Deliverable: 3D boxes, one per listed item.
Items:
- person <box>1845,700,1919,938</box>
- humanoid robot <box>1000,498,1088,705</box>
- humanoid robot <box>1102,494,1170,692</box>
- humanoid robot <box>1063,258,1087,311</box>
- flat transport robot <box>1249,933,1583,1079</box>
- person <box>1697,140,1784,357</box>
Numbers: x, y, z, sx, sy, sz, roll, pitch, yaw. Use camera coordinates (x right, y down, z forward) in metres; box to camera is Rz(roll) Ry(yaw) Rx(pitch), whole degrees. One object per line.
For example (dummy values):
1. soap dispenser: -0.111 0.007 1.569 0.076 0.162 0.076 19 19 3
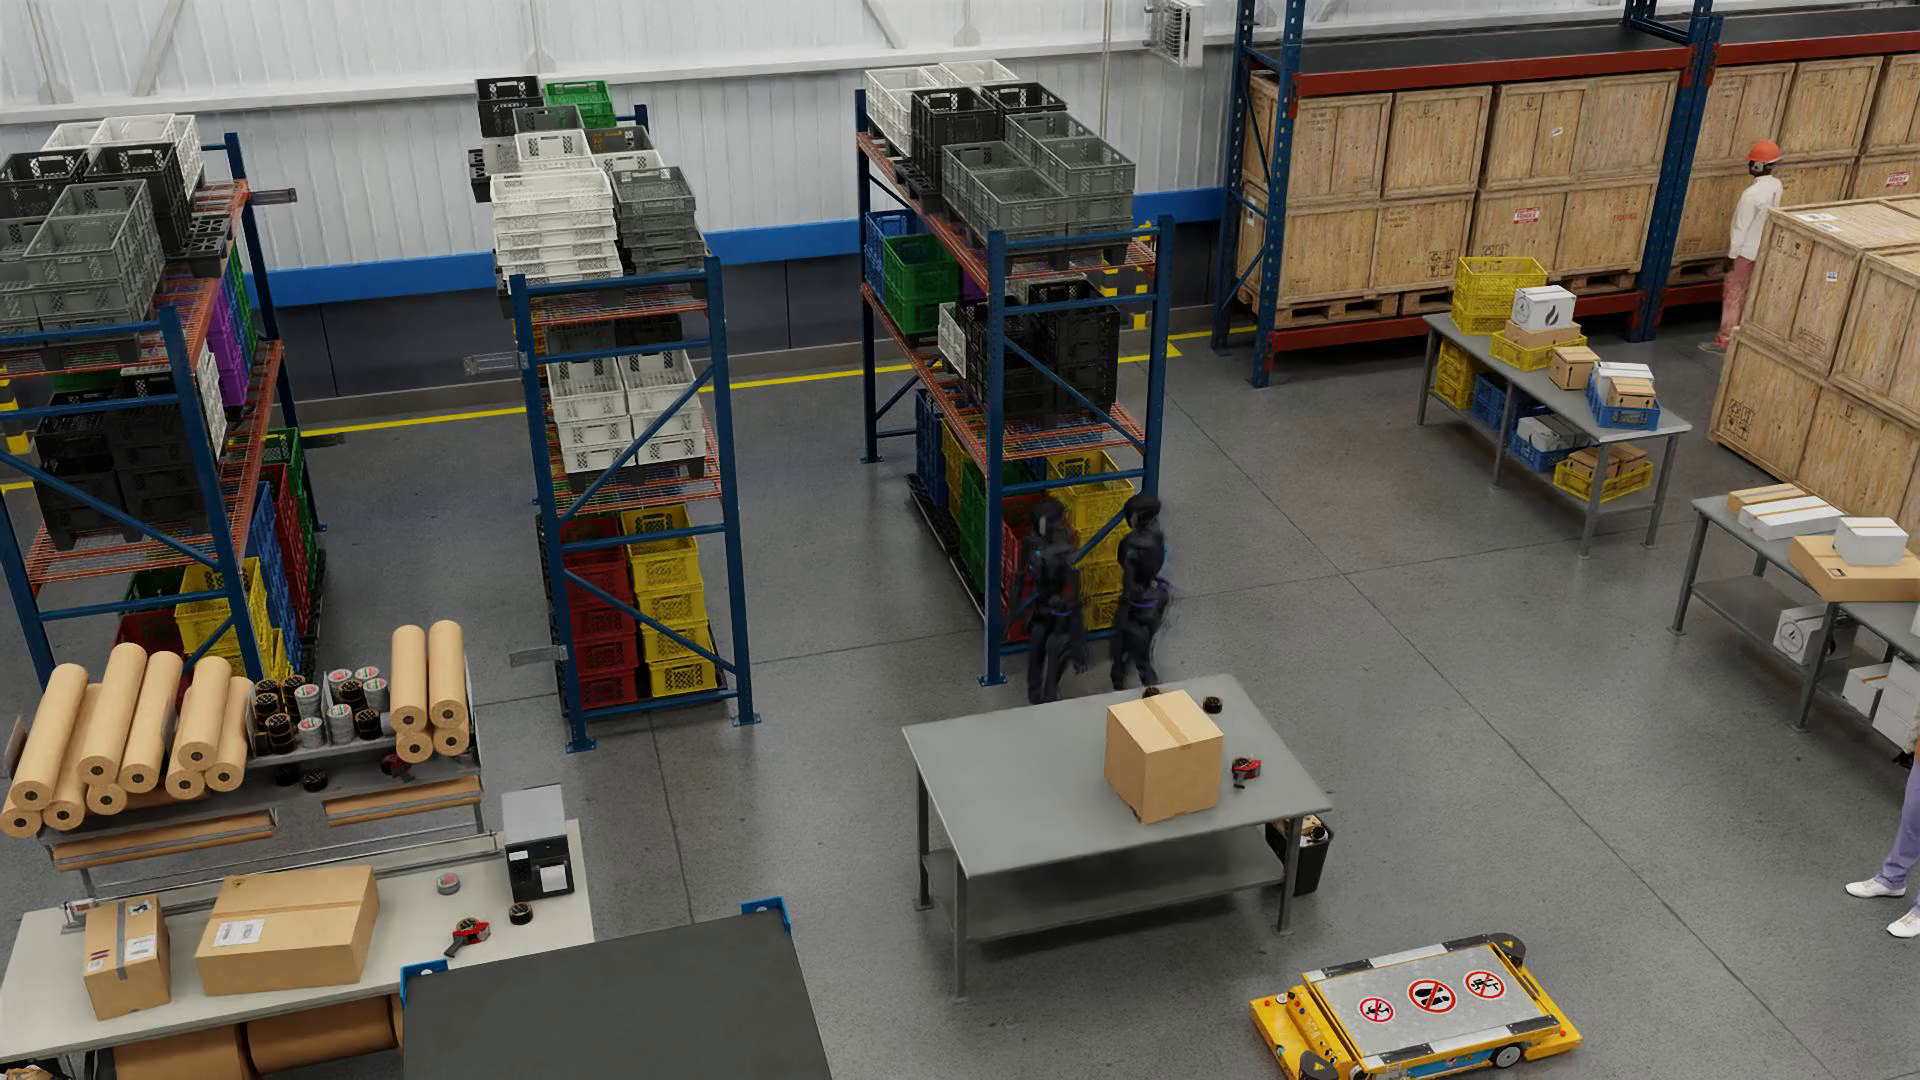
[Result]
1. person: 4.966 1.143 8.362 0.367 1.927 0.586 -5 29 -9
2. humanoid robot: 0.512 0.510 9.768 0.419 1.637 0.586 -18 33 -29
3. humanoid robot: 1.108 0.424 9.959 0.500 1.634 0.663 15 32 26
4. humanoid robot: 0.817 -1.925 14.204 0.569 1.653 0.332 1 29 3
5. flat transport robot: 2.184 2.282 7.980 1.431 0.197 0.652 -8 30 -14
6. person: 7.187 -2.663 15.221 0.610 1.992 0.390 -23 36 -36
